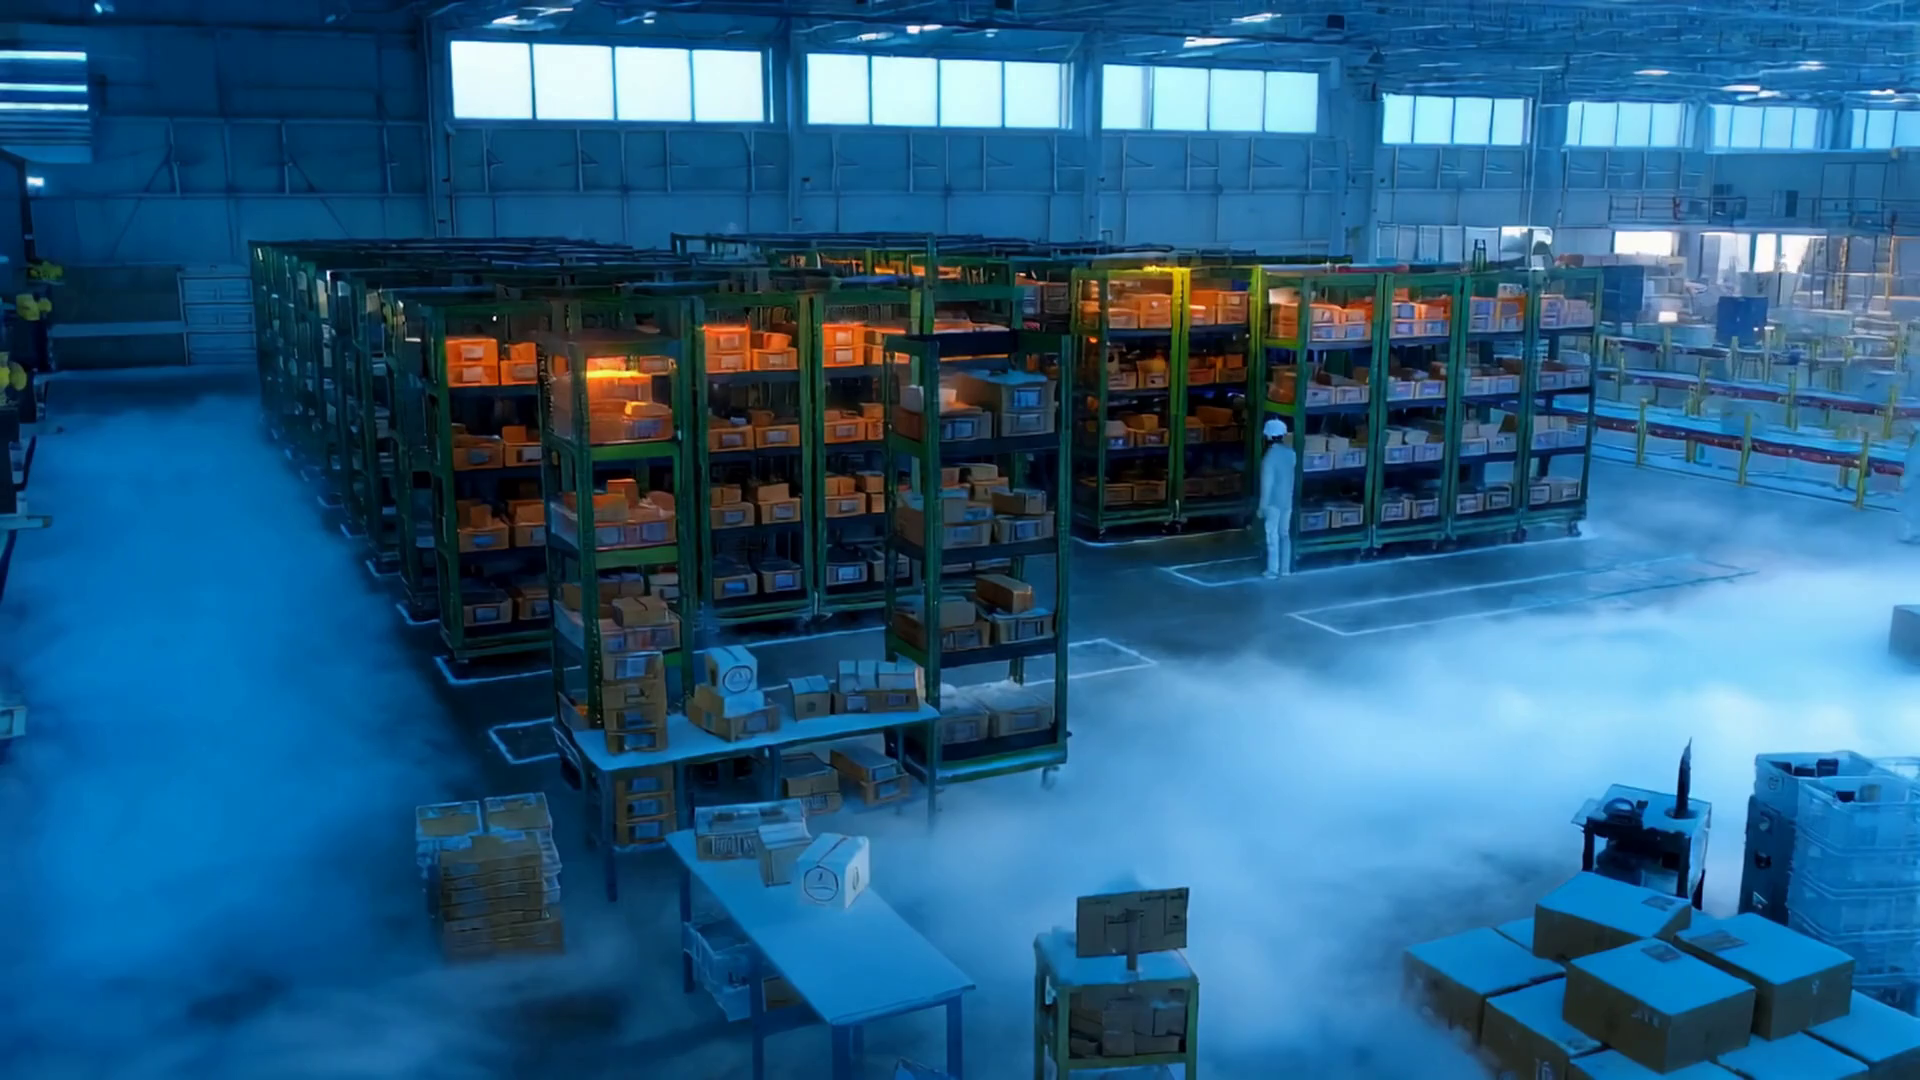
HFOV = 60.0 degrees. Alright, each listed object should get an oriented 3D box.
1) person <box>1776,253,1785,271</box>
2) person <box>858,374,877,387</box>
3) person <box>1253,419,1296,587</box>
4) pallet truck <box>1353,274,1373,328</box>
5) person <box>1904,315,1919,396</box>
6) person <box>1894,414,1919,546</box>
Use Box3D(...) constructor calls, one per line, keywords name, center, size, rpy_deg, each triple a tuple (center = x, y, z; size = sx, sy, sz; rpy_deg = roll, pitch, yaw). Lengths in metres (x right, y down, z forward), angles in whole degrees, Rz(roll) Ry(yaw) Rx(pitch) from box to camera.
Box3D(name="person", center=(34.965, -11.342, 71.067), size=(0.513, 1.822, 0.771), rpy_deg=(-7, 14, -29))
Box3D(name="person", center=(-1.578, -2.170, 28.182), size=(0.637, 1.811, 0.472), rpy_deg=(-11, 16, -42))
Box3D(name="person", center=(3.719, -0.442, 19.671), size=(0.613, 1.991, 0.392), rpy_deg=(-12, 17, -43))
Box3D(name="pallet truck", center=(13.011, -8.050, 55.243), size=(0.823, 1.965, 1.885), rpy_deg=(-7, 14, -28))
Box3D(name="person", center=(20.998, -3.983, 36.469), size=(0.433, 1.888, 0.665), rpy_deg=(-3, 13, -15))
Box3D(name="person", center=(12.514, -0.763, 21.734), size=(0.546, 1.751, 0.457), rpy_deg=(-4, 13, -19))
